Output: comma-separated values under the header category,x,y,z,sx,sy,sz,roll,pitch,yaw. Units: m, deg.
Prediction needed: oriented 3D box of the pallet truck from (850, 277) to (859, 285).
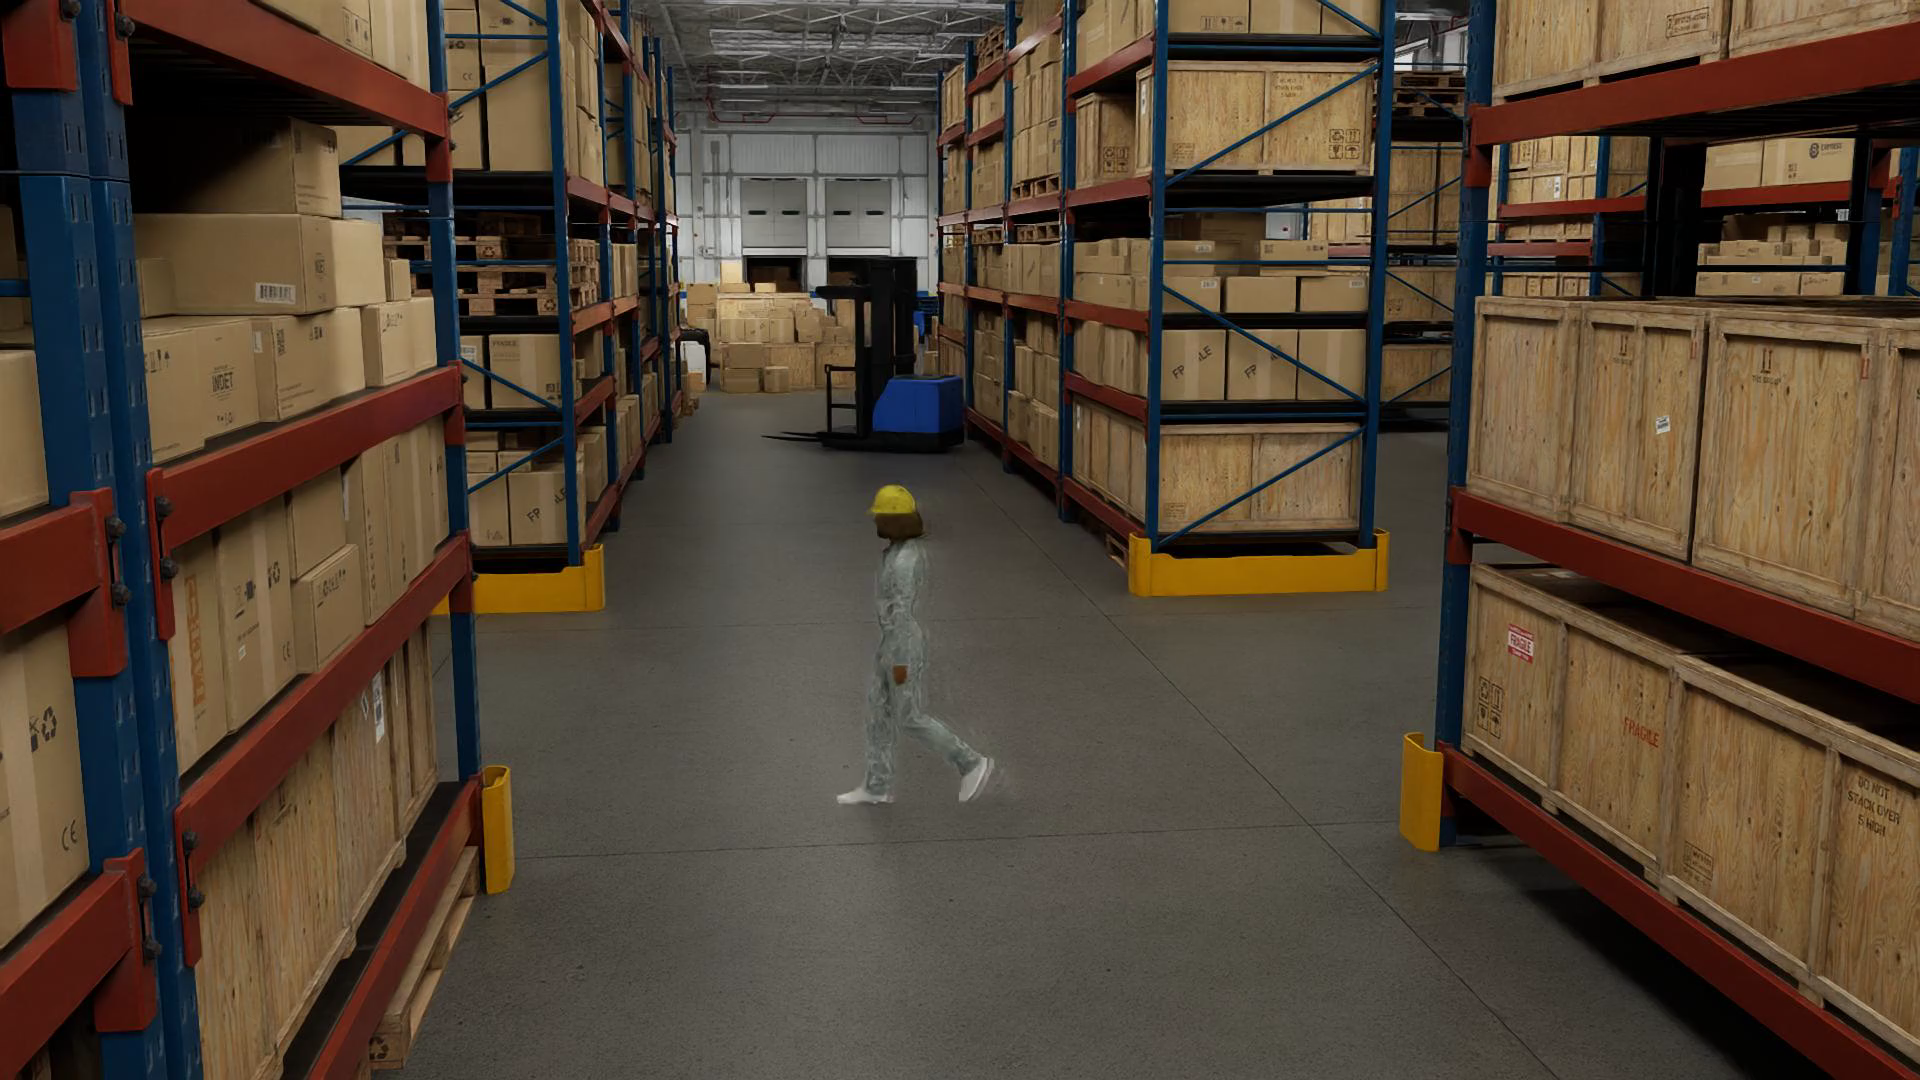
category,x,y,z,sx,sy,sz,roll,pitch,yaw
pallet truck,-3.782,-9.391,65.808,1.885,1.965,0.823,2,10,10

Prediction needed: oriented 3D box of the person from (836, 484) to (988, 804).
category,x,y,z,sx,sy,sz,roll,pitch,yaw
person,-0.255,0.558,8.692,0.732,1.716,0.493,-1,10,-8

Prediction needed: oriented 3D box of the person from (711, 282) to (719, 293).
category,x,y,z,sx,sy,sz,roll,pitch,yaw
person,-8.956,-8.395,60.303,0.923,1.889,0.595,2,10,10

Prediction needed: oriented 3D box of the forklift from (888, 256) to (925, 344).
category,x,y,z,sx,sy,sz,roll,pitch,yaw
forklift,-1.828,-7.711,53.455,1.129,2.768,1.873,-2,10,-13

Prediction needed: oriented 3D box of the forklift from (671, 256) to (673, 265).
category,x,y,z,sx,sy,sz,roll,pitch,yaw
forklift,-10.987,-9.066,61.344,1.129,2.768,1.873,-1,10,-7

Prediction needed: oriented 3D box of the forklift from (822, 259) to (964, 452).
category,x,y,z,sx,sy,sz,roll,pitch,yaw
forklift,-0.972,-2.768,24.679,1.873,2.768,1.129,4,11,22
